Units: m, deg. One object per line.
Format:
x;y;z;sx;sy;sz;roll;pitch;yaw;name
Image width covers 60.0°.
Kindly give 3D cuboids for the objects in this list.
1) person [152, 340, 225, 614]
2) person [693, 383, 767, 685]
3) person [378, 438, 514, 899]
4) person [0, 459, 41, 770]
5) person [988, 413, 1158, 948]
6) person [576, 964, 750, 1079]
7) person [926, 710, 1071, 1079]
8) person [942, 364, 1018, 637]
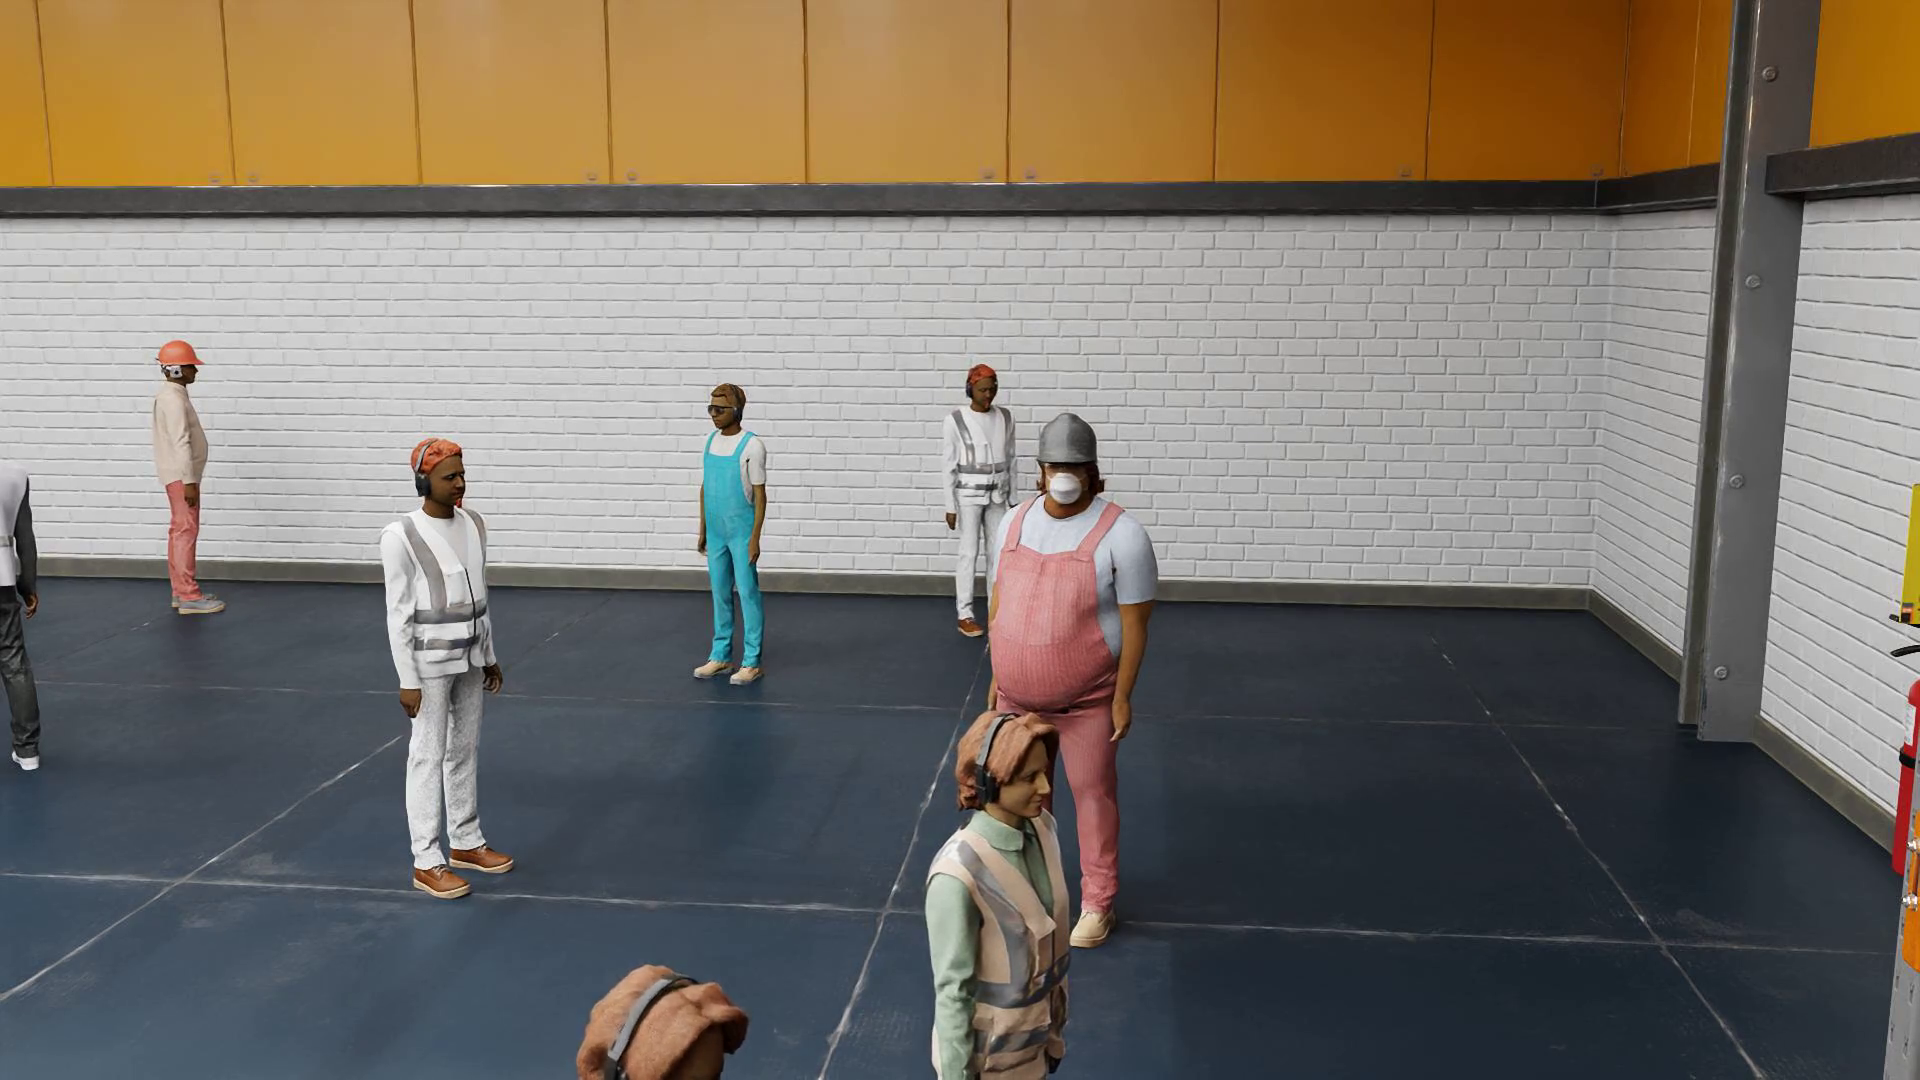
-5.678;-0.461;12.181;0.381;1.994;0.622;-6;12;-31;person
-1.405;-0.038;10.192;0.508;1.846;0.345;7;12;33;person
-2.124;0.518;6.898;0.355;1.883;0.575;4;11;22;person
-4.913;0.253;8.318;0.371;1.915;0.597;7;12;36;person
0.371;0.533;6.362;0.683;2.000;0.538;6;12;31;person
-0.453;1.413;2.471;0.311;1.638;0.522;2;10;9;person
0.090;1.182;3.790;0.307;1.639;0.525;5;11;26;person
0.145;-0.272;11.444;0.587;1.877;0.353;-6;12;-31;person
